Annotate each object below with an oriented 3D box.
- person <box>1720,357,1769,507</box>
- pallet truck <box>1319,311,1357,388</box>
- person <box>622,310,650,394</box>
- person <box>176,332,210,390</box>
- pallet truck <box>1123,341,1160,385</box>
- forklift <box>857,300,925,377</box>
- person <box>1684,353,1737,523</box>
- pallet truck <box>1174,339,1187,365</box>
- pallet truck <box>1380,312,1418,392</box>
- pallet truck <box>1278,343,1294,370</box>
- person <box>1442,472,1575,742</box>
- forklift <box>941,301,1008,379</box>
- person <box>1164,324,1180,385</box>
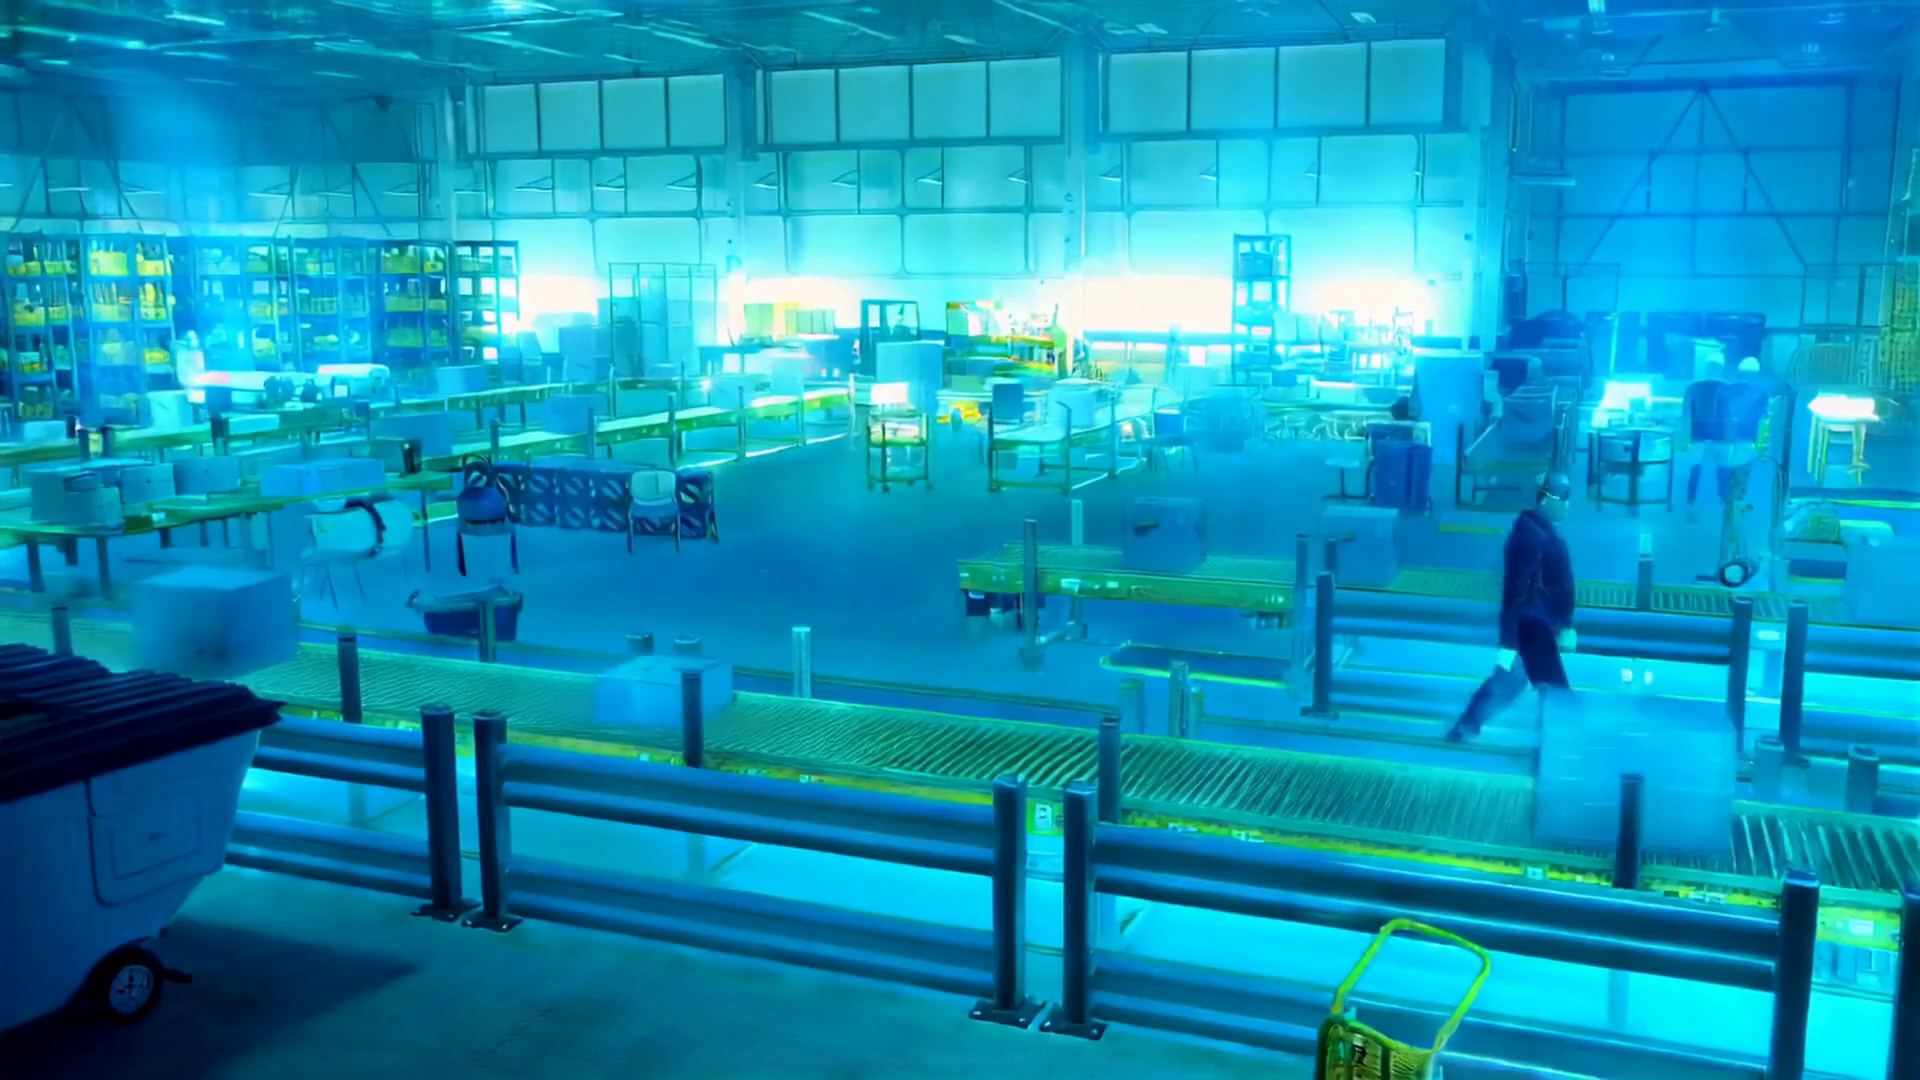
[{"bbox_3d":[9.612,-1.291,20.482,0.547,1.922,0.681,6,11,31],"label":"person"},{"bbox_3d":[9.071,-4.419,39.190,0.823,1.965,1.885,5,10,26],"label":"pallet truck"},{"bbox_3d":[-7.735,-4.465,39.568,0.617,1.970,0.747,8,12,41],"label":"person"},{"bbox_3d":[-14.167,-2.952,30.827,0.460,1.812,0.620,3,10,17],"label":"person"},{"bbox_3d":[4.445,-4.380,41.279,0.680,1.201,1.601,4,10,22],"label":"pallet truck"},{"bbox_3d":[-1.732,-5.109,42.468,1.157,1.987,2.680,4,10,22],"label":"forklift"},{"bbox_3d":[8.955,-1.212,19.765,0.994,1.991,0.636,-9,13,-42],"label":"person"},{"bbox_3d":[5.418,-4.269,40.420,0.704,1.261,1.522,3,10,20],"label":"pallet truck"},{"bbox_3d":[10.207,-4.283,38.369,0.823,1.965,1.885,3,10,20],"label":"pallet truck"},{"bbox_3d":[7.886,-4.163,39.743,0.653,1.274,1.630,4,10,22],"label":"pallet truck"},{"bbox_3d":[3.333,0.507,9.790,1.008,1.860,0.658,5,11,29],"label":"person"},{"bbox_3d":[0.365,-4.966,41.571,1.157,1.987,2.680,3,10,20],"label":"forklift"},{"bbox_3d":[4.609,-3.791,36.084,0.321,1.769,0.523,4,10,24],"label":"person"}]
